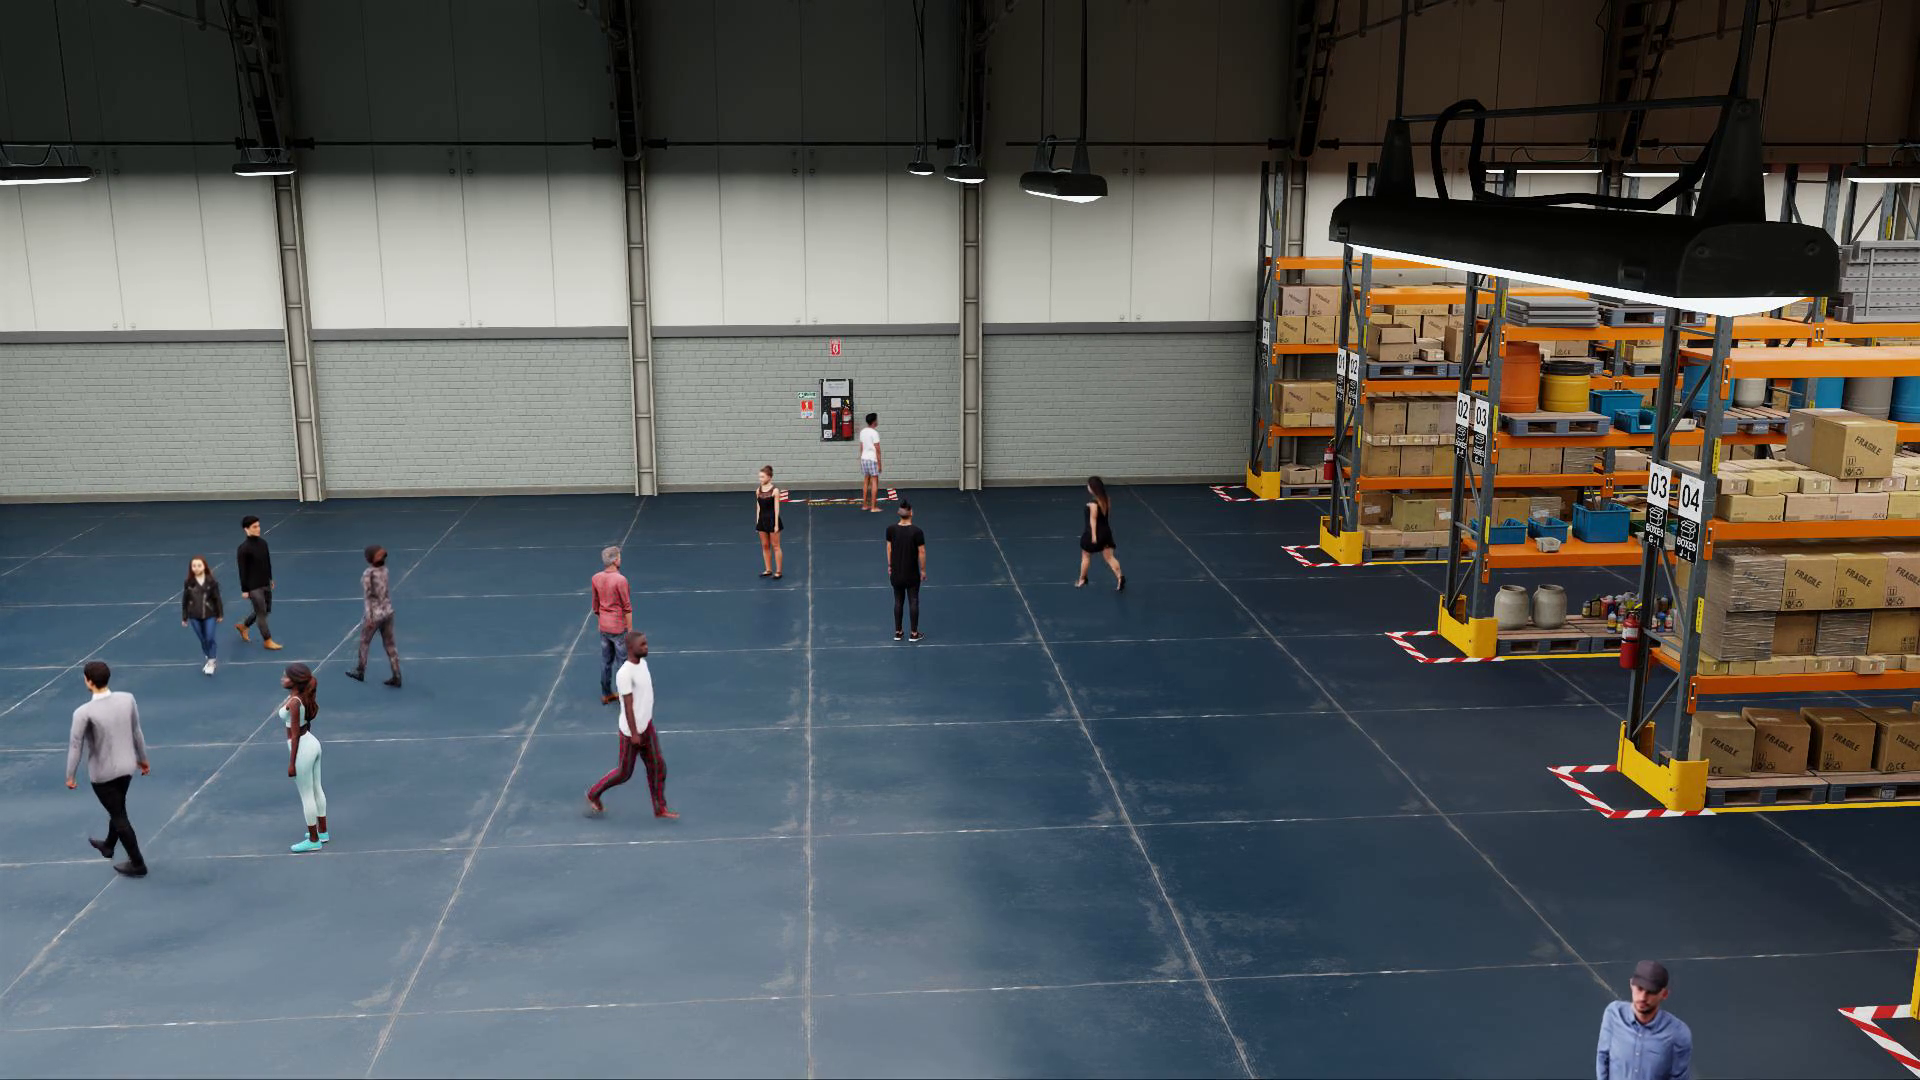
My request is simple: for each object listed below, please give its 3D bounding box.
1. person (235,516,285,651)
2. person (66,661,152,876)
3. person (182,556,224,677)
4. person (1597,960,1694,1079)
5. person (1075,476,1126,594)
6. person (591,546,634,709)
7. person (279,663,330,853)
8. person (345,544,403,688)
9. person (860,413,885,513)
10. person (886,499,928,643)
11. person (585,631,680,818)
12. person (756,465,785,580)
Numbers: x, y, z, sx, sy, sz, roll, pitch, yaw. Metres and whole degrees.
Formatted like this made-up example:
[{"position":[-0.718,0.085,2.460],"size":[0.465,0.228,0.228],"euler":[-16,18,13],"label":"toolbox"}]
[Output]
[{"position":[-8.902,0.539,20.949],"size":[1.057,1.706,0.846],"euler":[4,13,15],"label":"person"},{"position":[-7.216,1.988,14.284],"size":[1.243,1.889,1.097],"euler":[6,14,24],"label":"person"},{"position":[-9.083,0.888,19.997],"size":[0.793,1.455,0.639],"euler":[-1,13,-6],"label":"person"},{"position":[3.773,3.172,9.204],"size":[0.831,1.874,0.892],"euler":[9,16,34],"label":"person"},{"position":[2.037,-0.022,23.457],"size":[1.173,1.666,1.106],"euler":[11,17,39],"label":"person"},{"position":[-3.910,0.970,18.808],"size":[0.719,1.831,0.819],"euler":[8,15,31],"label":"person"},{"position":[-5.881,1.931,14.903],"size":[0.537,1.722,0.576],"euler":[0,13,-1],"label":"person"},{"position":[-6.709,0.910,19.391],"size":[1.094,1.686,0.926],"euler":[6,14,25],"label":"person"},{"position":[-1.563,-1.371,29.140],"size":[0.733,1.731,0.720],"euler":[-11,17,-39],"label":"person"},{"position":[-0.692,0.370,21.329],"size":[0.672,1.864,0.820],"euler":[4,14,18],"label":"person"},{"position":[-3.105,1.750,15.497],"size":[1.236,1.805,0.952],"euler":[4,14,16],"label":"person"},{"position":[-2.801,-0.268,24.489],"size":[0.674,1.681,0.752],"euler":[8,15,31],"label":"person"}]
